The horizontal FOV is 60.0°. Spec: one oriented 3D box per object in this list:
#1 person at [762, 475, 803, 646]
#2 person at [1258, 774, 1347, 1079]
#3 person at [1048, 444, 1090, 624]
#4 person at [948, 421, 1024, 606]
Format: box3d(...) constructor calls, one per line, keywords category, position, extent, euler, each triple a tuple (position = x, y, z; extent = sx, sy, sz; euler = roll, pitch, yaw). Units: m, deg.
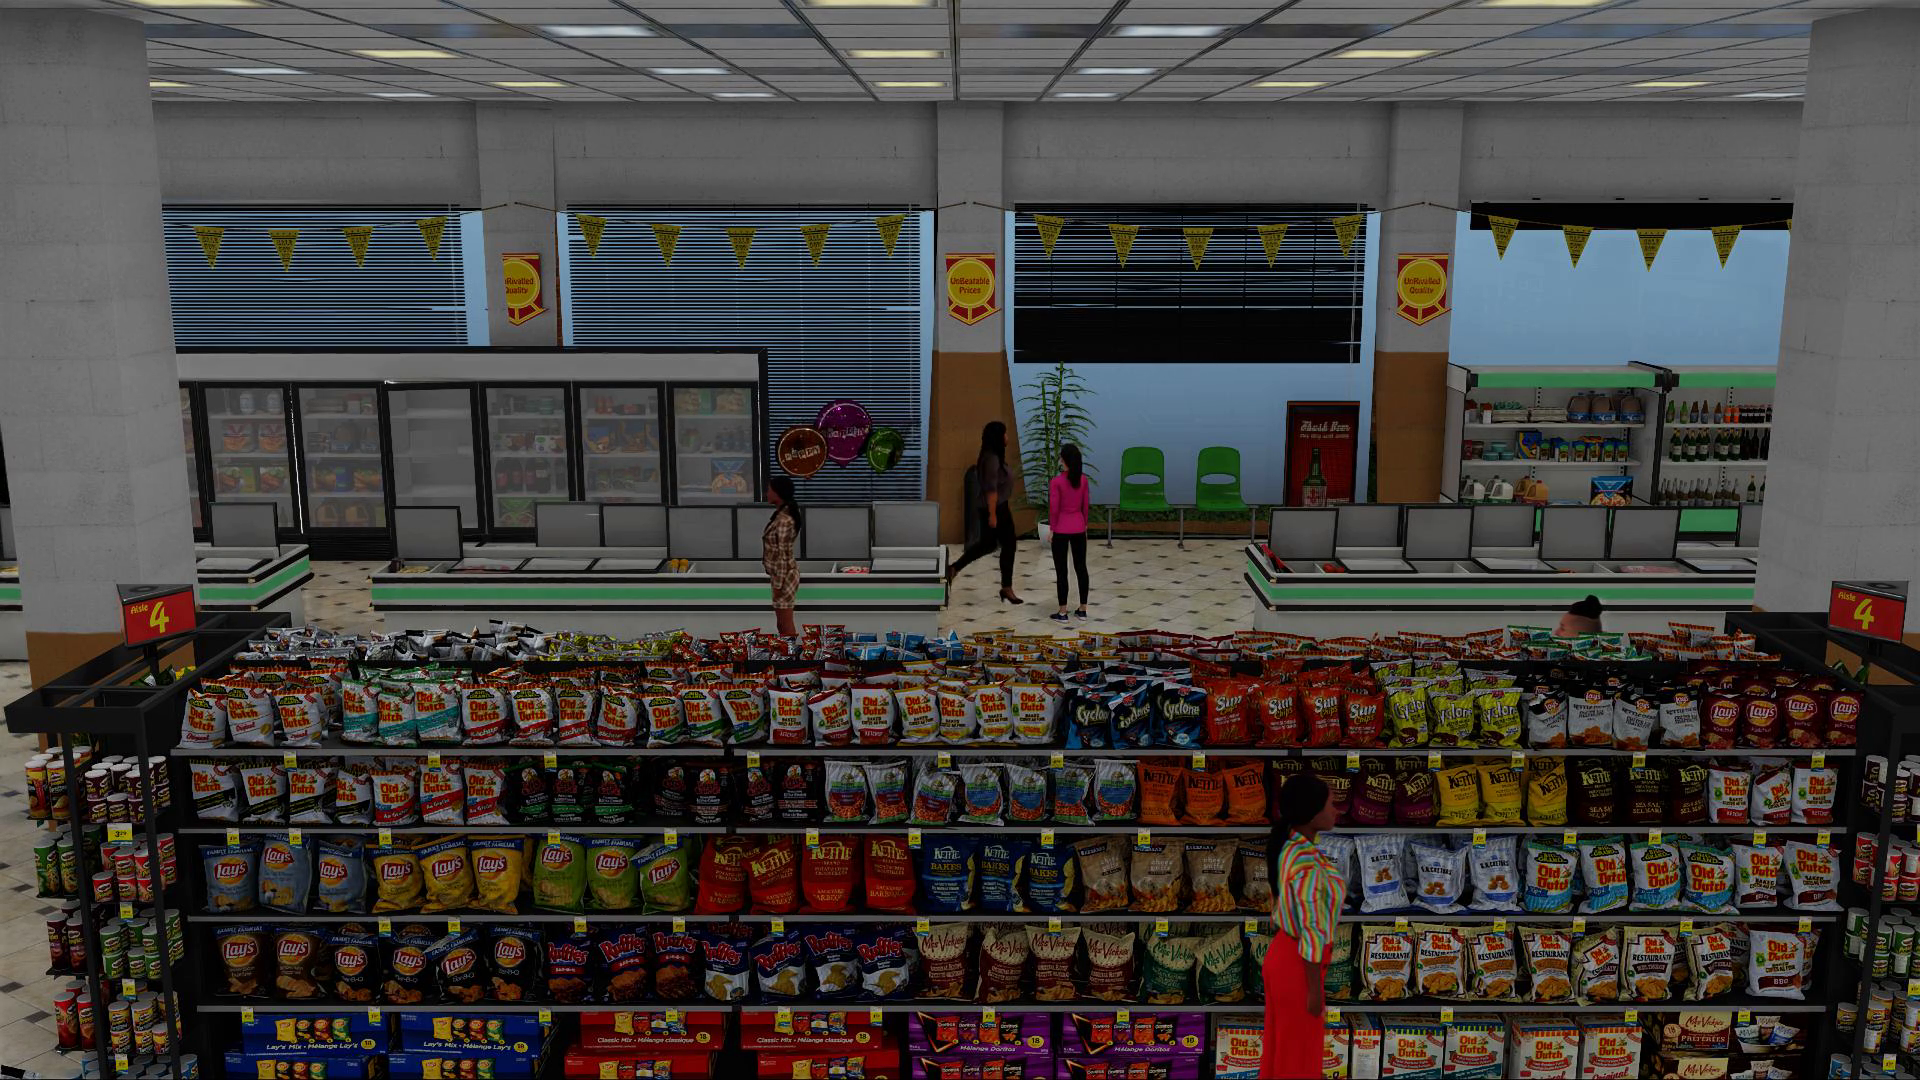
box3d(category="person", position=(-1.436, 0.349, 13.569), extent=(0.545, 1.795, 0.578), euler=(0, 12, -2))
box3d(category="person", position=(1.348, 1.797, 6.700), extent=(0.552, 1.792, 0.625), euler=(-1, 12, -6))
box3d(category="person", position=(1.041, -0.068, 15.786), extent=(0.627, 1.698, 0.728), euler=(-5, 13, -24))
box3d(category="person", position=(0.234, -0.238, 16.305), extent=(1.080, 1.816, 0.719), euler=(-1, 12, -6))
